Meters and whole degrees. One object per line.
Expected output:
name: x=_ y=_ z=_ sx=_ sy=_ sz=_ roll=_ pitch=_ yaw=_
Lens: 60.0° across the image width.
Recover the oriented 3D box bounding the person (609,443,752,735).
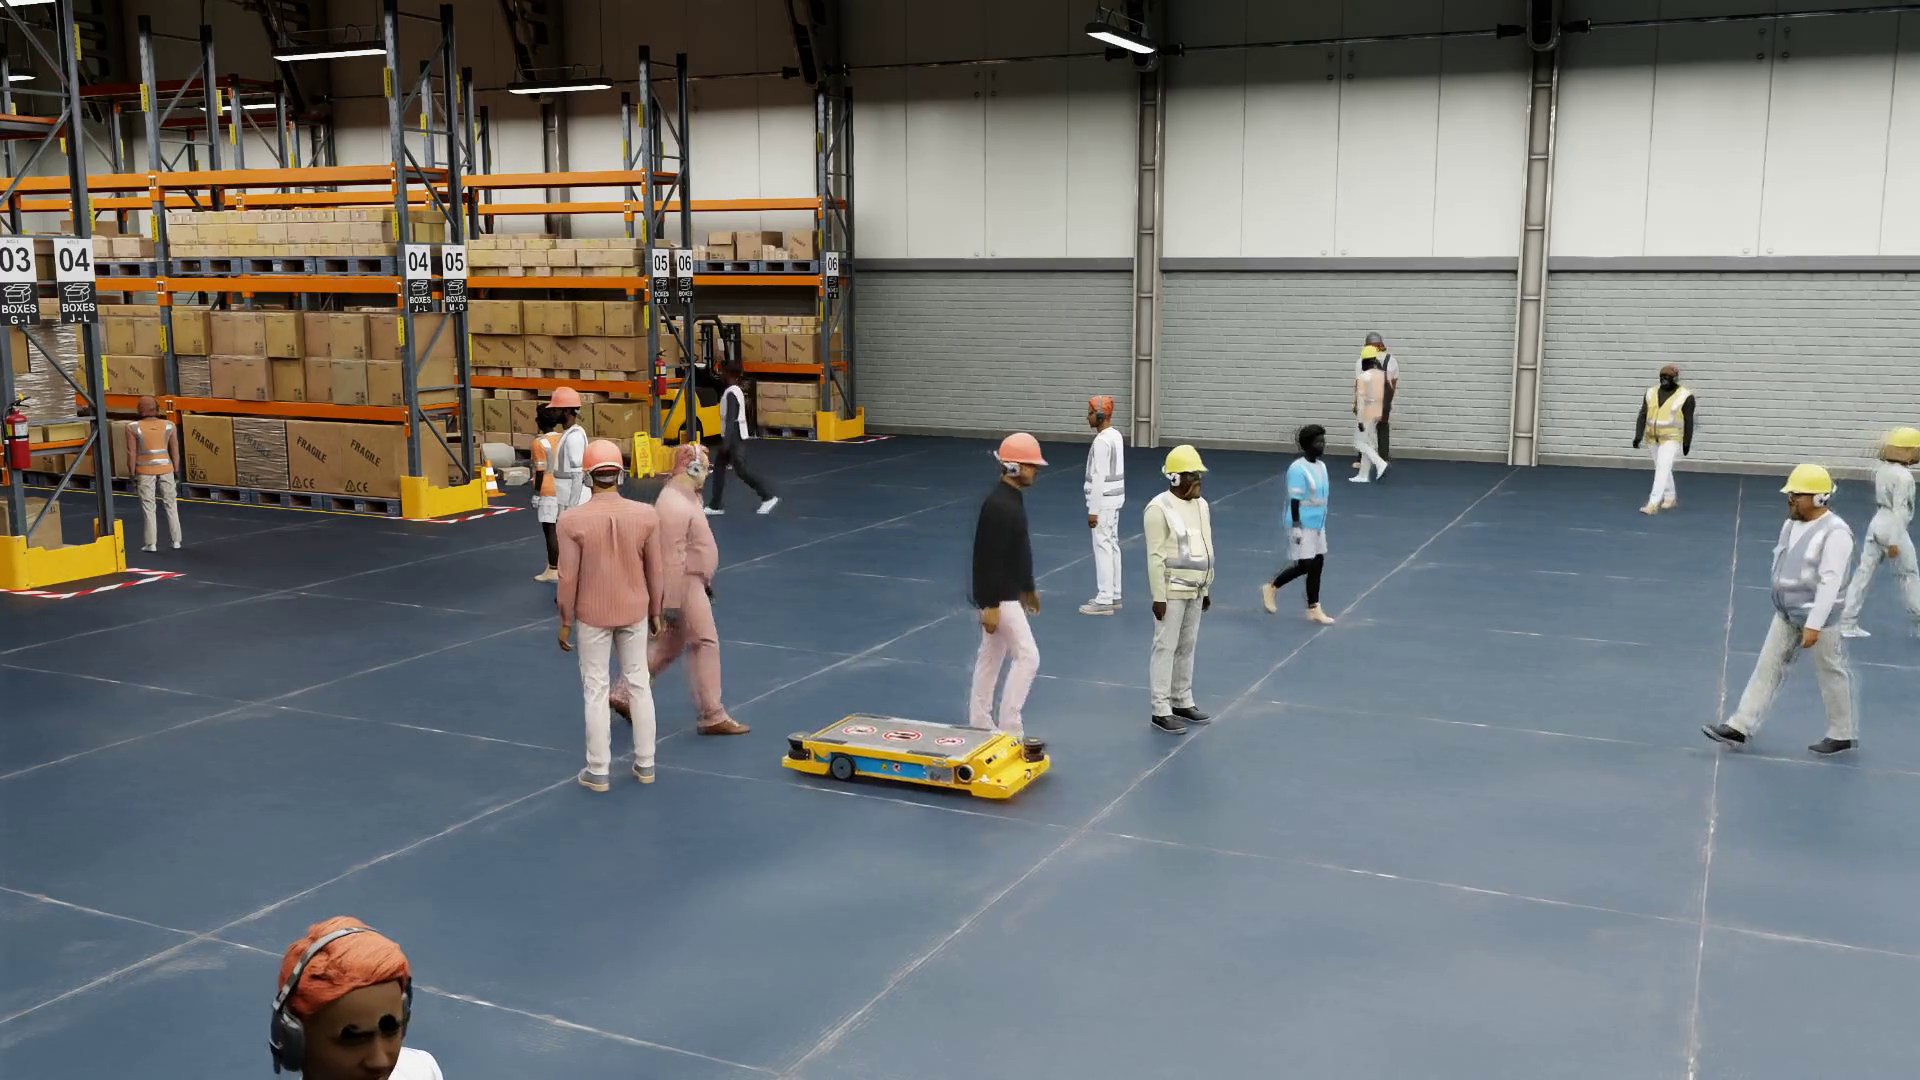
person: x=-1.821 y=0.313 z=10.540 sx=0.840 sy=1.872 sz=0.638 roll=-2 pitch=10 yaw=-13

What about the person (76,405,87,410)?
person: x=-13.491 y=-2.046 z=24.917 sx=0.989 sy=1.884 sz=0.565 roll=4 pitch=10 yaw=21

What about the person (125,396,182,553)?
person: x=-8.403 y=-0.684 z=17.343 sx=0.515 sy=1.636 sz=0.315 roll=-8 pitch=12 yaw=-40

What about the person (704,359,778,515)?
person: x=-2.683 y=-1.228 z=19.940 sx=0.956 sy=1.884 sz=0.600 roll=-2 pitch=9 yaw=-12

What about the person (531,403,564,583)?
person: x=-3.856 y=-0.446 z=15.697 sx=0.319 sy=1.697 sz=0.532 roll=4 pitch=10 yaw=21

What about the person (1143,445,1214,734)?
person: x=1.420 y=0.306 z=10.659 sx=0.404 sy=1.837 sz=0.588 roll=8 pitch=12 yaw=39

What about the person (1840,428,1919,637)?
person: x=7.467 y=-0.043 z=13.210 sx=0.882 sy=1.697 sz=0.506 roll=0 pitch=9 yaw=2

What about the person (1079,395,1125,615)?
person: x=1.232 y=-0.301 z=14.256 sx=0.338 sy=1.880 sz=0.574 roll=3 pitch=10 yaw=19

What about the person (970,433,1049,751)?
person: x=0.315 y=0.333 z=10.086 sx=0.624 sy=1.963 sz=0.645 roll=1 pitch=9 yaw=5

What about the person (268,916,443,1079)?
person: x=-1.040 y=1.555 z=2.857 sx=0.337 sy=1.881 sz=0.585 roll=3 pitch=10 yaw=15

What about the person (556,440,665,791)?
person: x=-1.993 y=0.424 z=9.462 sx=0.623 sy=1.989 sz=0.400 roll=-5 pitch=11 yaw=-29

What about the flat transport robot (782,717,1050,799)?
flat transport robot: x=-0.258 y=1.242 z=9.711 sx=1.431 sy=0.197 sz=0.652 roll=4 pitch=10 yaw=24

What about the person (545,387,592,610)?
person: x=-3.377 y=-0.357 z=14.413 sx=0.361 sy=1.939 sz=0.543 roll=-3 pitch=10 yaw=-15

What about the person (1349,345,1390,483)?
person: x=5.644 y=-1.709 z=22.795 sx=0.592 sy=1.910 sz=0.611 roll=-8 pitch=12 yaw=-42

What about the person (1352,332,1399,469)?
person: x=6.088 y=-2.069 z=24.601 sx=0.682 sy=2.000 sz=0.538 roll=-3 pitch=10 yaw=-18

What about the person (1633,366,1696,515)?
person: x=8.577 y=-1.226 z=20.225 sx=0.998 sy=1.796 sz=0.617 roll=-7 pitch=11 yaw=-35

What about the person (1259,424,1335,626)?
person: x=2.842 y=-0.134 z=13.801 sx=0.547 sy=1.683 sz=0.545 roll=8 pitch=12 yaw=39

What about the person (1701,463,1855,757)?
person: x=5.018 y=0.435 z=10.003 sx=0.918 sy=1.781 sz=0.613 roll=-1 pitch=9 yaw=-6
